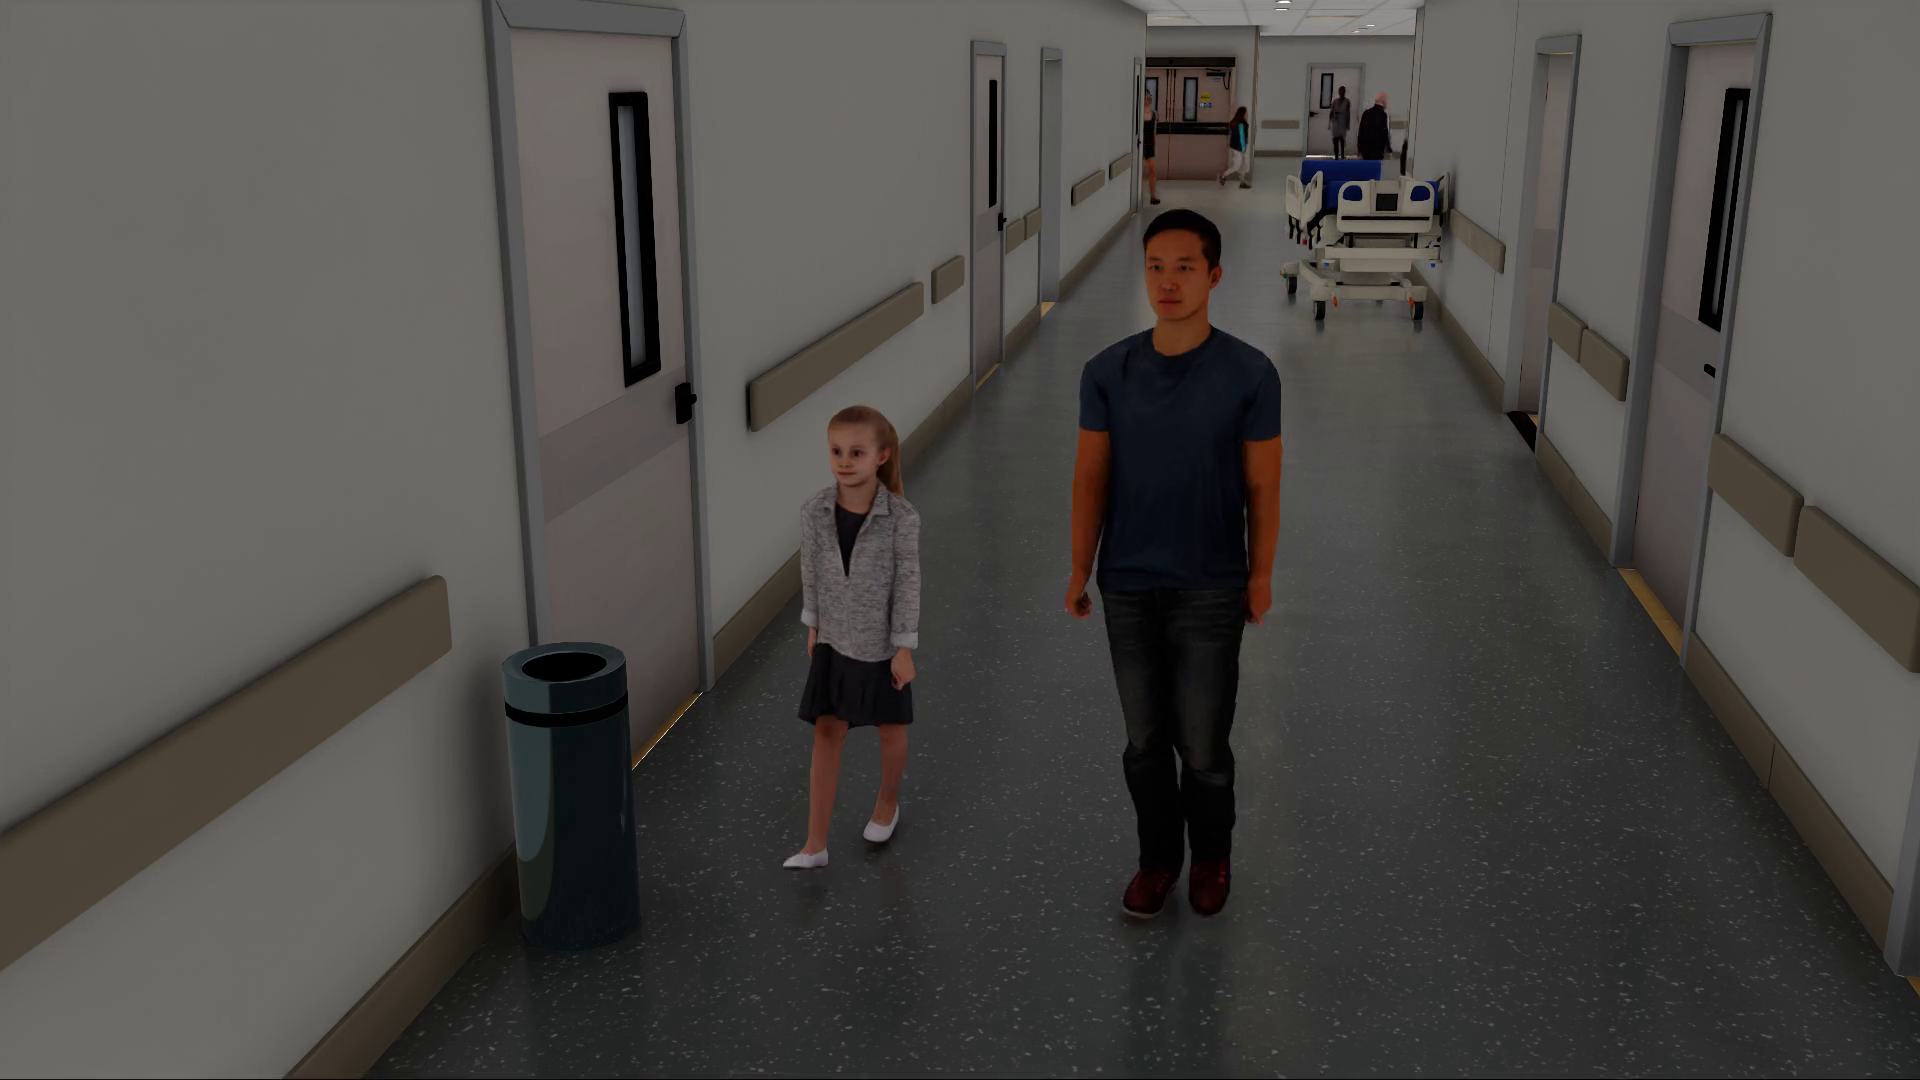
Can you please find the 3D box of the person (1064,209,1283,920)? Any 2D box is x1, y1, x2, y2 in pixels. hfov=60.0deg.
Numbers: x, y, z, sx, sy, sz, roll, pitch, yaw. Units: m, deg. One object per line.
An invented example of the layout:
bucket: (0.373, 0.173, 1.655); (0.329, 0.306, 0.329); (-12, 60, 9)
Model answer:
person: (0.561, 0.078, 4.204); (0.636, 1.800, 0.770); (7, 17, 23)

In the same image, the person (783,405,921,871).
person: (-0.246, 0.250, 4.585); (0.744, 1.255, 0.629); (5, 16, 16)

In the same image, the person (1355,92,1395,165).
person: (6.084, -5.729, 24.793); (0.992, 1.804, 0.933); (-12, 20, -36)

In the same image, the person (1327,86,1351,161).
person: (8.848, -9.615, 38.624); (0.767, 1.779, 0.837); (10, 19, 31)

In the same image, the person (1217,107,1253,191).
person: (5.077, -7.195, 30.578); (0.861, 1.488, 0.573); (2, 16, 6)
